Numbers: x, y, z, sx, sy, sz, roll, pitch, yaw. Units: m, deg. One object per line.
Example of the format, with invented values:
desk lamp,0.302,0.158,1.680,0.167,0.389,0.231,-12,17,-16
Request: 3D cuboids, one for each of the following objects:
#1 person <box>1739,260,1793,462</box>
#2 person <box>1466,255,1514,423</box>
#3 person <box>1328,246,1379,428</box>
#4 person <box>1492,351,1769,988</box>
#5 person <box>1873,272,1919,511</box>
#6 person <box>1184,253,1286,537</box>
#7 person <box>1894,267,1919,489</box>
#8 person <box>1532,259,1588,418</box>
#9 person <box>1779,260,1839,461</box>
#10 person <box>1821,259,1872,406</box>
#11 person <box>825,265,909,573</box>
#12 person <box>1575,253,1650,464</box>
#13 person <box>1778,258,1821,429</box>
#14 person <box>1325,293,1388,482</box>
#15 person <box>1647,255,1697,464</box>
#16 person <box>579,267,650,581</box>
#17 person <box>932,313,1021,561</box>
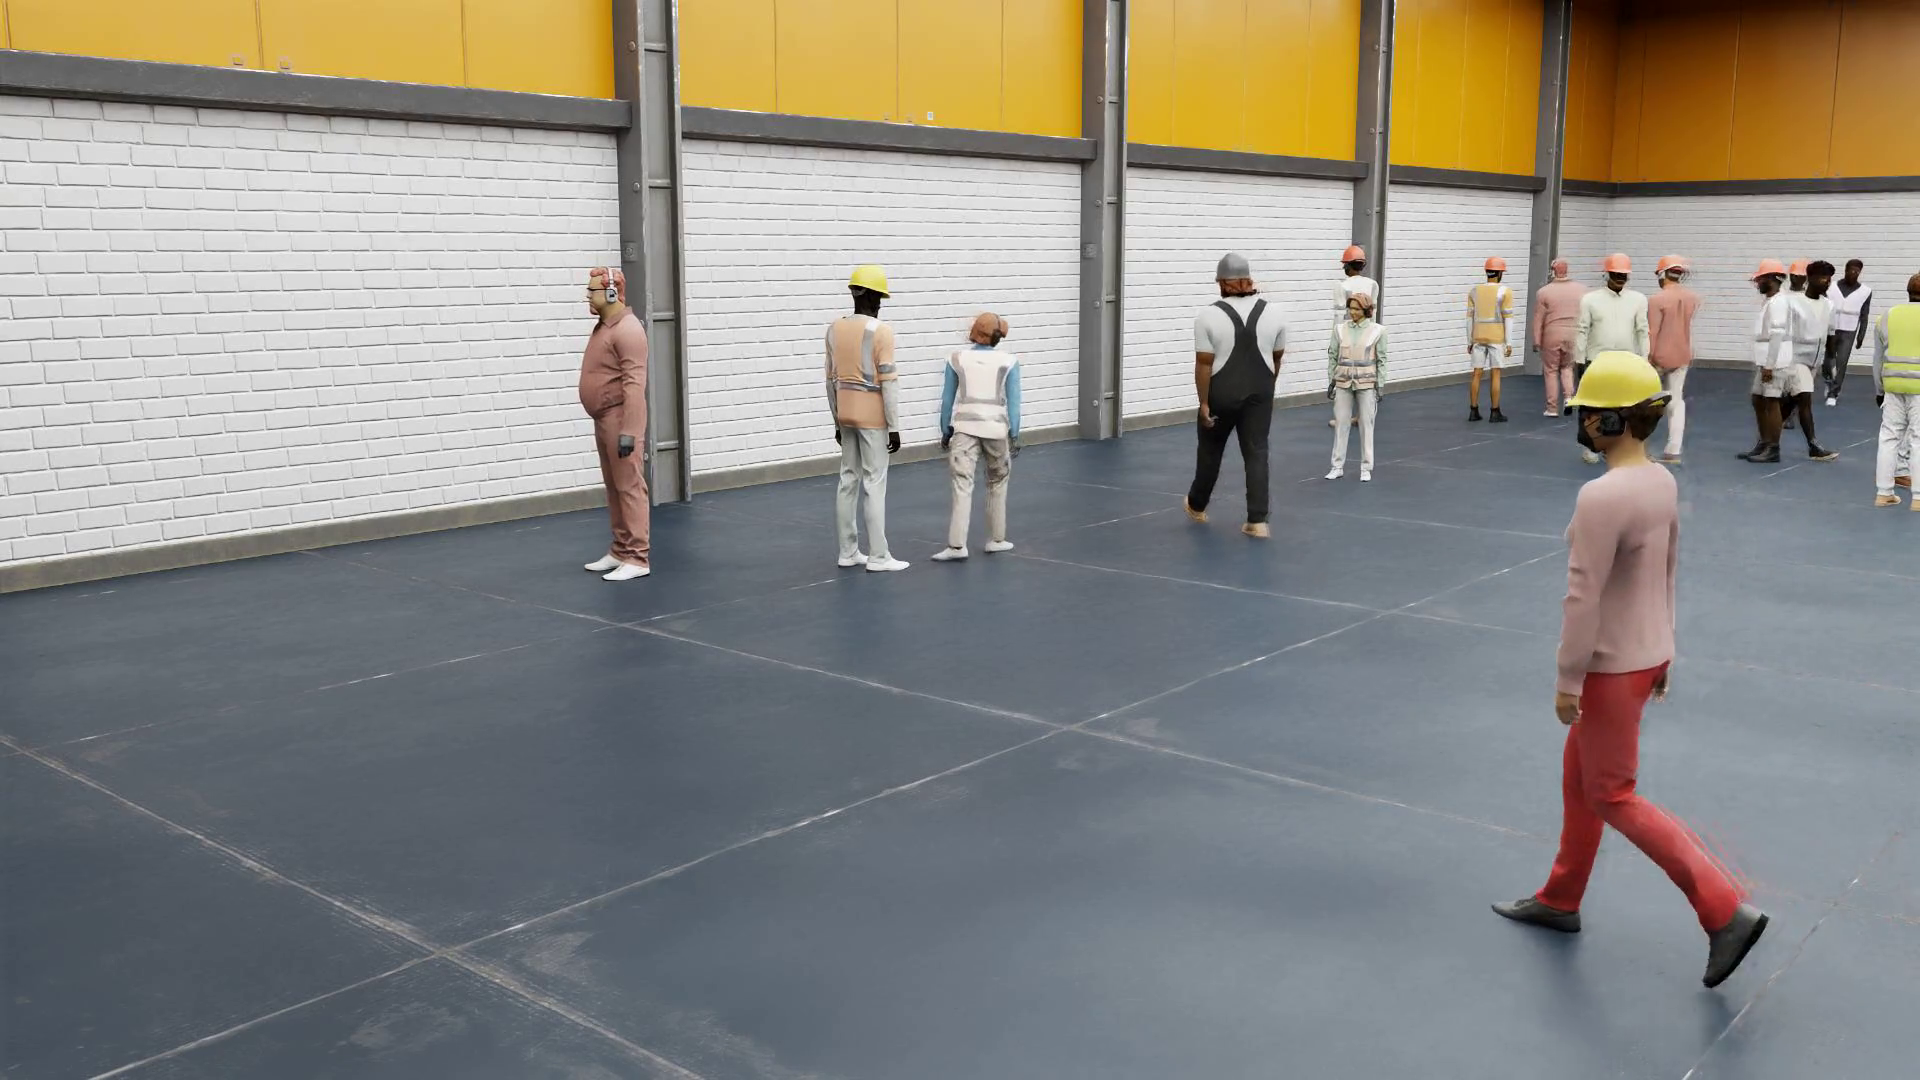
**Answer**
person,7.655,-1.663,15.706,0.345,1.894,0.581,3,10,17
person,6.184,-2.339,19.391,0.551,1.934,0.373,9,13,41
person,4.408,-2.277,18.737,0.605,2.045,0.381,-5,11,-27
person,1.909,0.349,4.649,0.756,1.747,0.536,9,13,42
person,7.411,-1.153,12.911,0.430,1.845,0.619,-5,11,-28
person,1.957,-1.074,11.898,0.692,2.000,1.030,-1,10,-8
person,8.115,-1.404,14.068,0.374,1.939,0.628,8,13,39
person,7.152,-2.404,19.901,0.661,1.884,0.425,0,10,-2
person,8.173,-1.745,16.101,0.616,1.913,1.031,-3,10,-18
person,11.429,-2.695,21.557,0.627,1.889,0.692,6,12,32
person,-0.587,-0.754,10.422,0.585,1.919,0.374,9,13,41
person,6.078,-1.672,15.495,0.622,1.977,0.464,0,10,2
person,9.391,-2.223,18.793,0.567,1.918,0.679,6,12,30
person,3.448,-1.327,14.484,0.512,1.638,0.312,5,11,28
person,6.616,-1.720,15.817,0.614,1.948,0.889,-4,11,-20
person,-2.124,-0.707,10.187,0.399,1.909,0.642,-5,11,-26
person,0.112,-0.673,10.867,0.558,1.604,0.593,1,10,6
